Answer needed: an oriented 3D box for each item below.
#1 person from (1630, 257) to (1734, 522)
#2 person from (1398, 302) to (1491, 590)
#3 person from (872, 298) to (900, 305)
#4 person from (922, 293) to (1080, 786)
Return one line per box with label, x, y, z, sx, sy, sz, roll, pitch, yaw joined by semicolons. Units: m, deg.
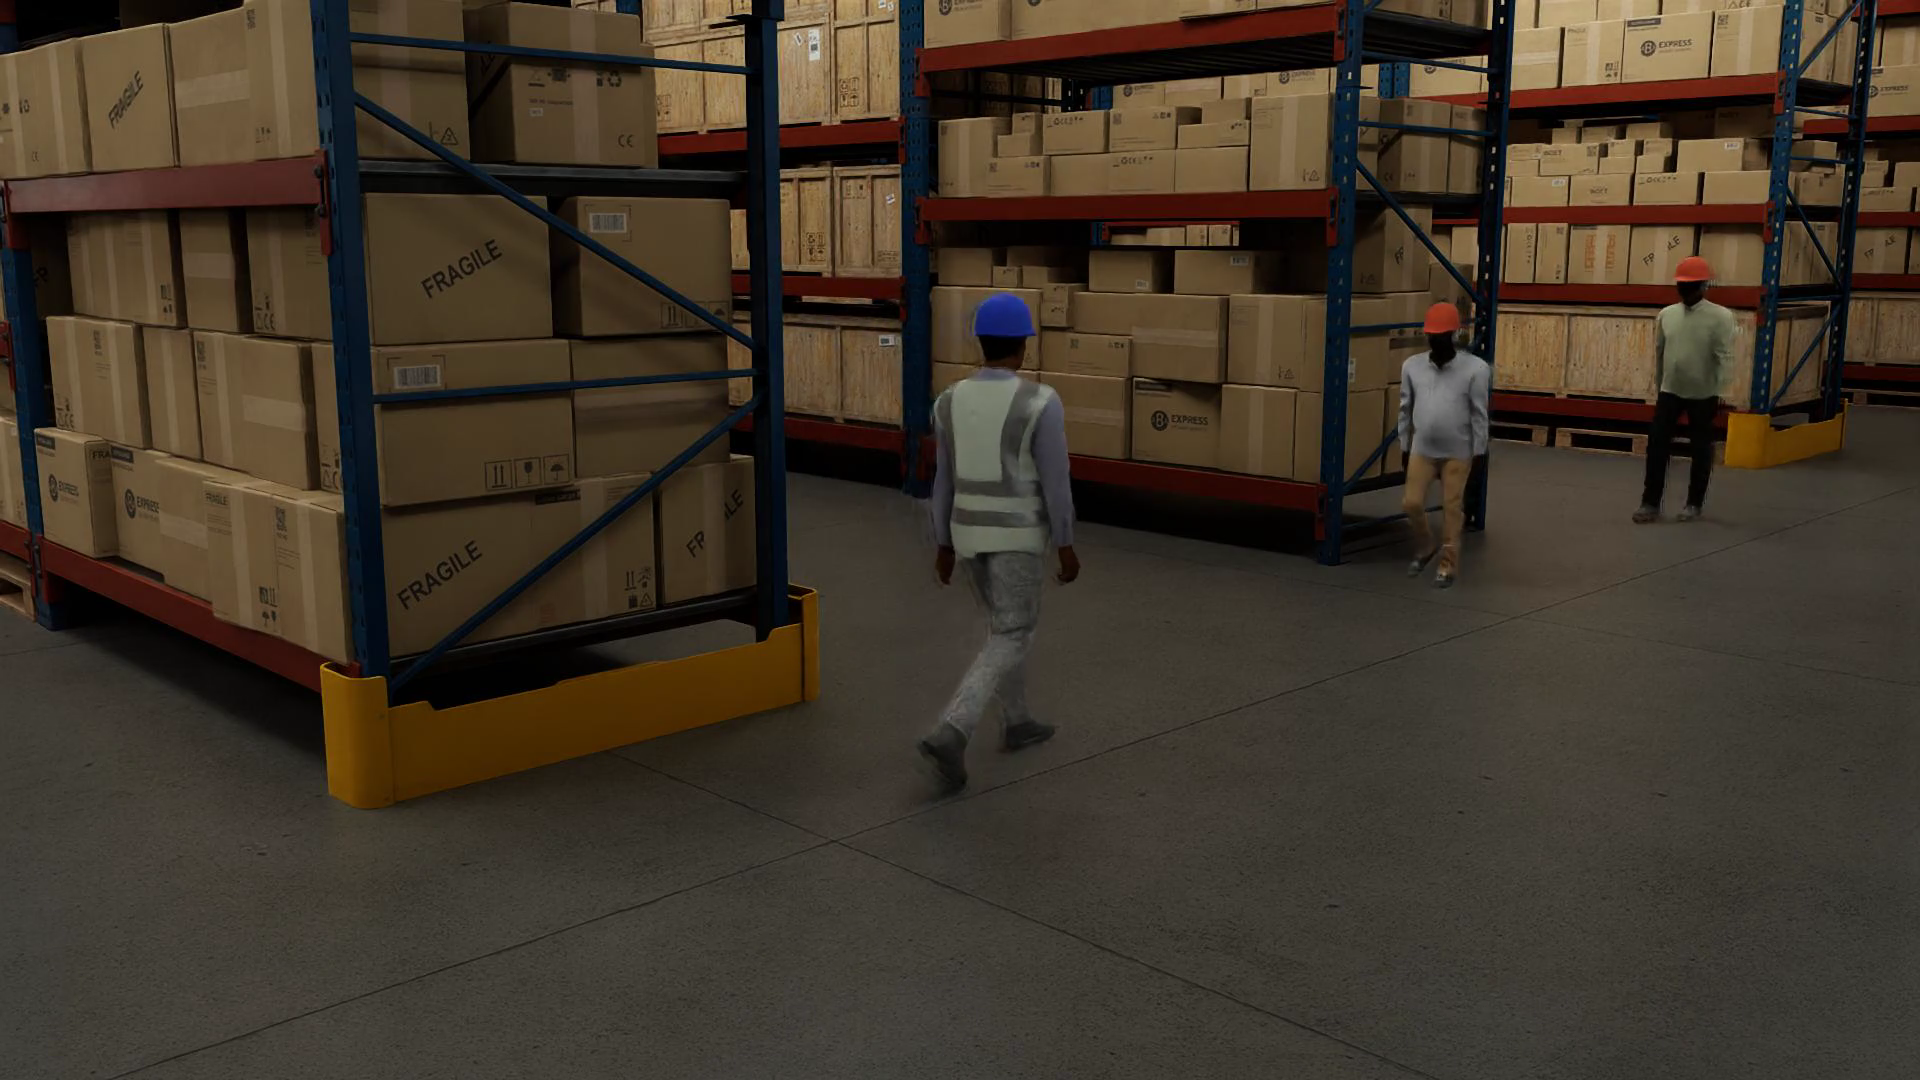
person;5.318;-1.084;12.241;0.819;1.961;0.622;-9;14;-41
person;2.894;-0.558;10.020;0.579;1.738;0.377;7;12;33
person;-0.794;-2.394;19.776;0.641;1.827;0.437;-9;14;-41
person;0.125;-0.015;6.577;0.606;1.915;0.897;9;14;41
